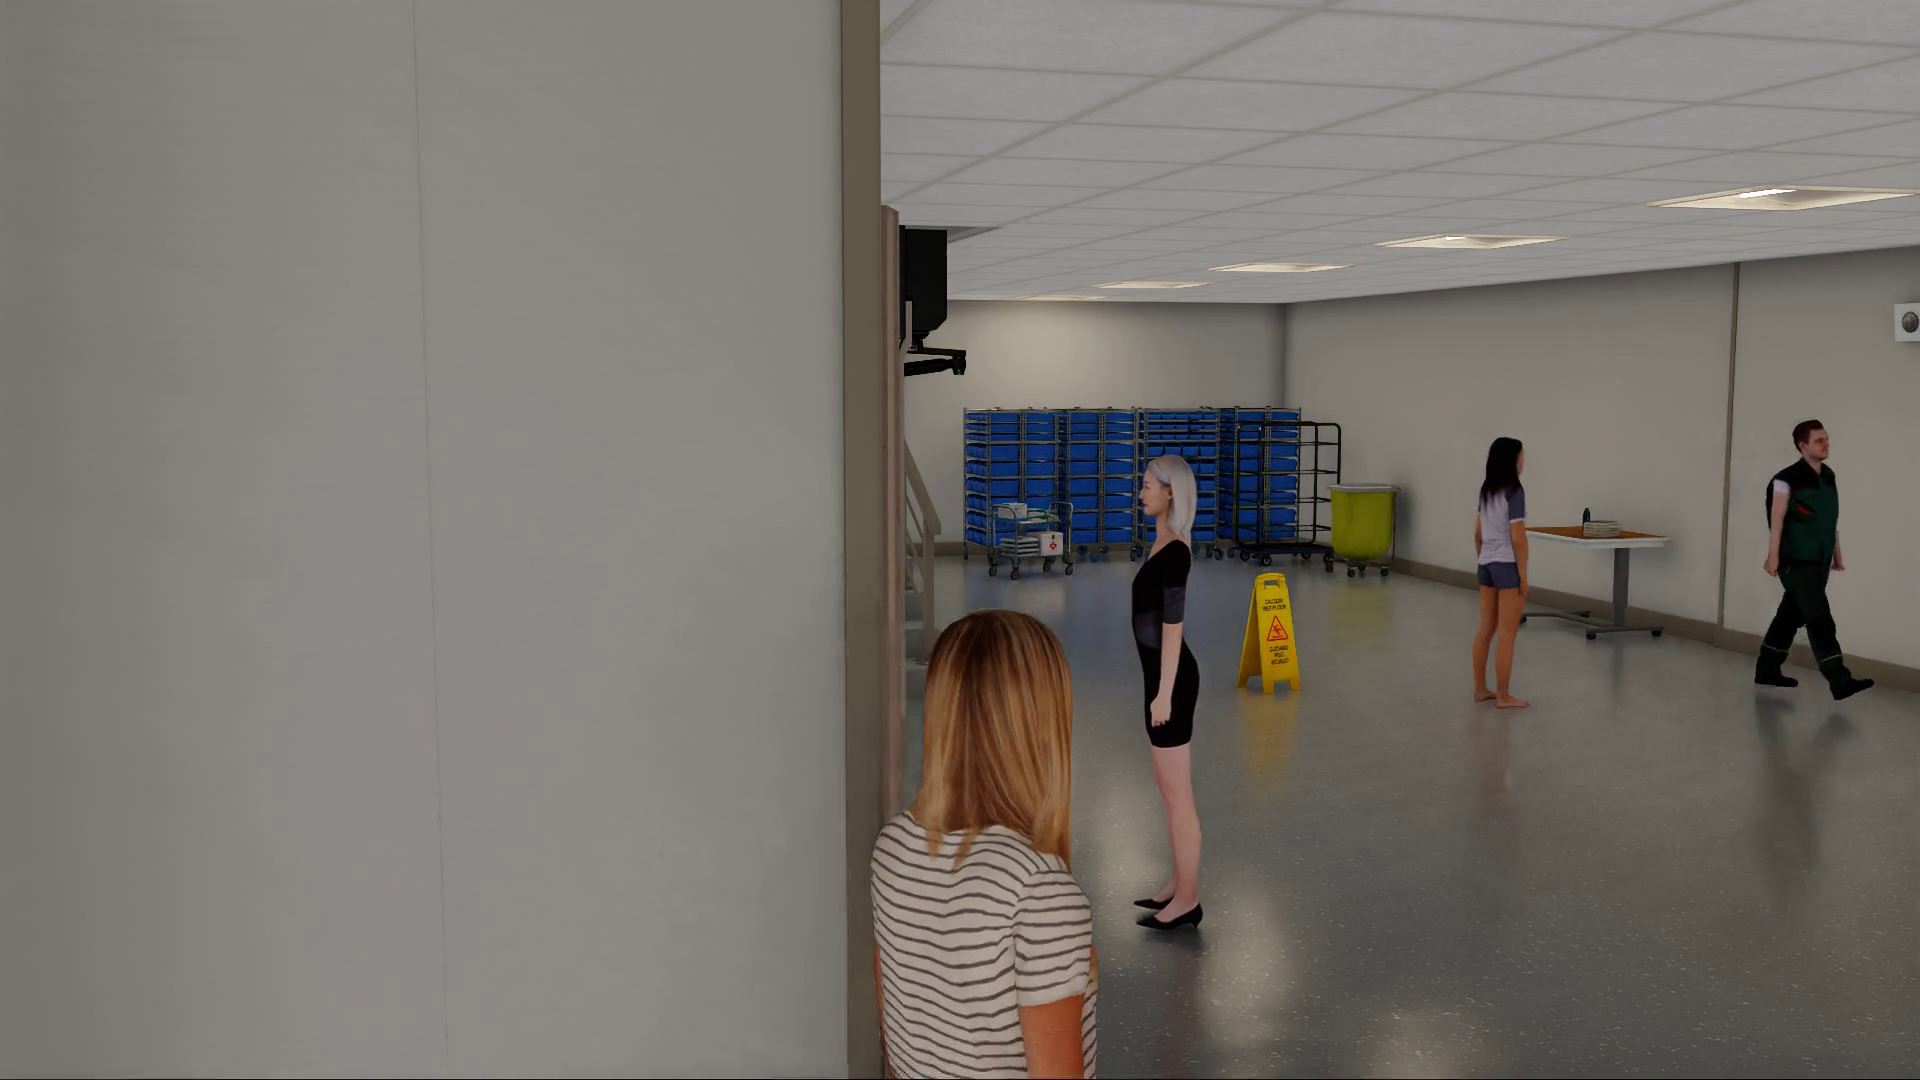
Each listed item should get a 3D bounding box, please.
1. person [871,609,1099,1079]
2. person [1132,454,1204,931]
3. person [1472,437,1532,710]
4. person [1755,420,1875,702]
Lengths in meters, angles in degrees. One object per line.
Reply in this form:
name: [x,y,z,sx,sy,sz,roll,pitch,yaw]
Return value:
person: [-0.055,1.029,2.256,1.193,1.778,1.143,5,7,39]
person: [0.825,0.582,6.443,0.671,1.829,0.526,0,6,0]
person: [3.491,0.200,10.721,0.652,1.733,0.432,-2,6,-18]
person: [5.508,0.142,10.964,0.836,1.797,1.151,-3,7,-30]
